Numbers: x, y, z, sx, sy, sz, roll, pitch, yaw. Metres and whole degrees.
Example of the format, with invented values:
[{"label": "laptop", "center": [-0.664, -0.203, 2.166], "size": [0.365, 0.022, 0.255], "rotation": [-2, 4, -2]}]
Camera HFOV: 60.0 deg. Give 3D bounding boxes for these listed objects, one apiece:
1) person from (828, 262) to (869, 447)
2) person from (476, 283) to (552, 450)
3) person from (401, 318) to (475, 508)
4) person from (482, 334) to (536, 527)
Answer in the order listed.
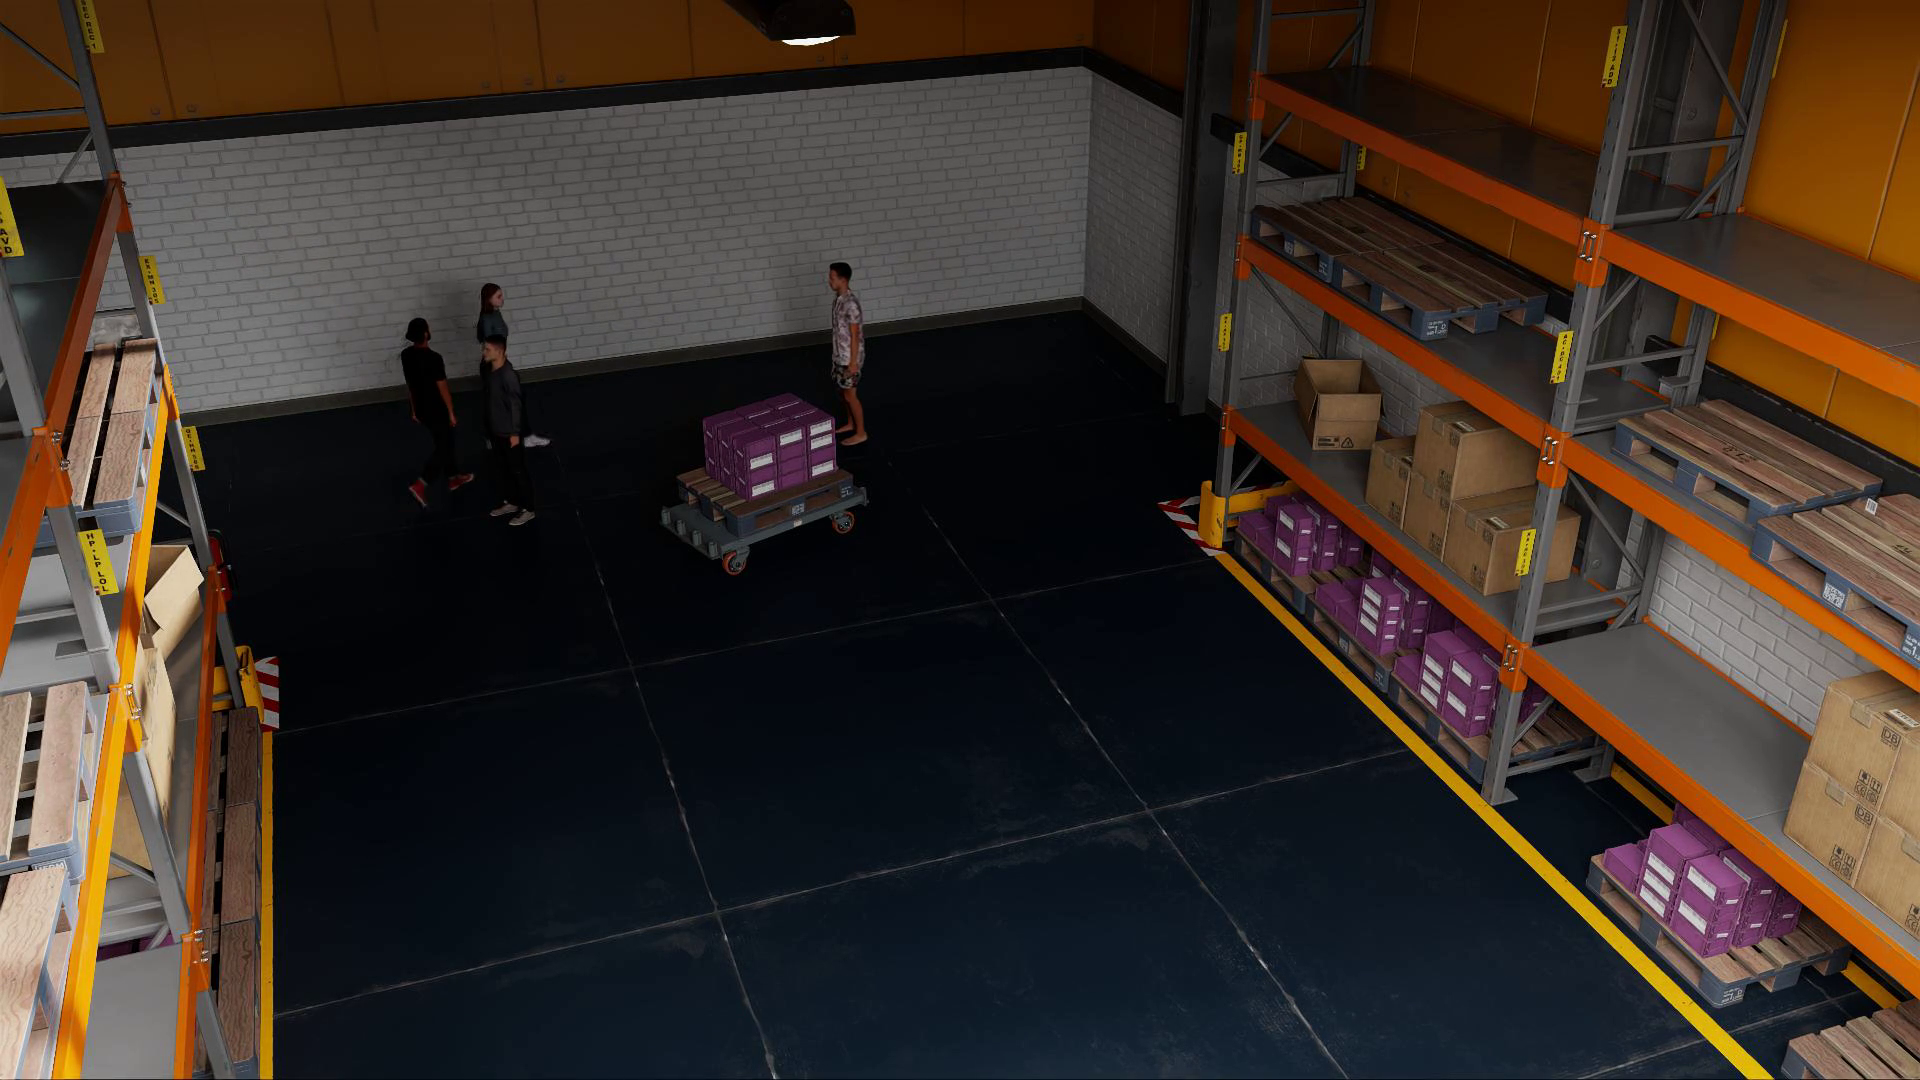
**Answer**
[{"label": "person", "center": [-1.077, -1.835, 16.229], "size": [0.729, 1.807, 0.480], "rotation": [-11, 31, -20]}, {"label": "person", "center": [-4.521, -1.632, 15.948], "size": [0.886, 1.719, 0.908], "rotation": [2, 29, 4]}, {"label": "person", "center": [-4.795, -1.136, 15.020], "size": [1.085, 1.738, 1.085], "rotation": [16, 32, 27]}, {"label": "person", "center": [-4.026, -0.996, 14.739], "size": [0.637, 1.761, 0.759], "rotation": [24, 37, 37]}]
